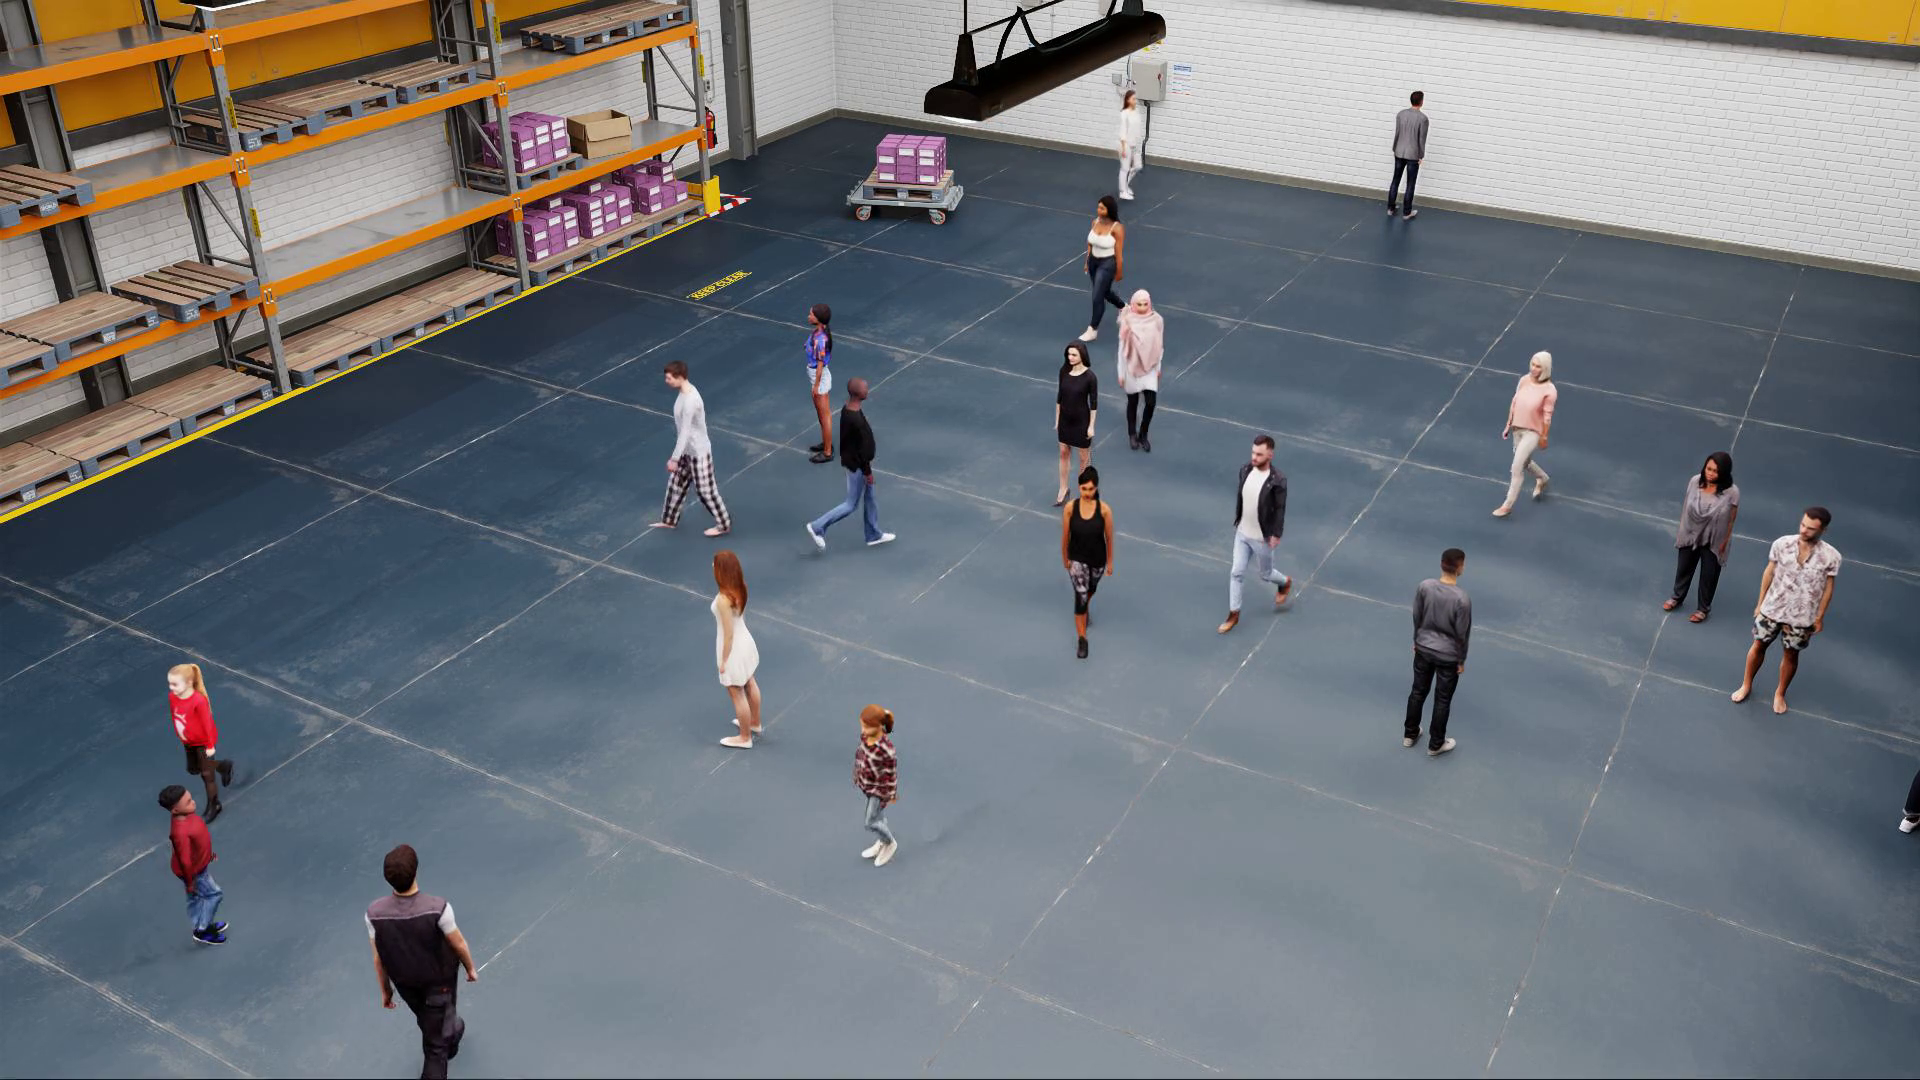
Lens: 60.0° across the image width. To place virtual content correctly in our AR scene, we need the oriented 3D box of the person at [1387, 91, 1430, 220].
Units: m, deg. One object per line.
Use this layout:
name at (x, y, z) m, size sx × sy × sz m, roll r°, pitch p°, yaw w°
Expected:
person at (6.671, -5.749, 24.774) m, size 0.714 × 1.870 × 0.651 m, roll 22°, pitch 35°, yaw 34°

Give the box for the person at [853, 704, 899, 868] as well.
person at (-0.534, 1.691, 11.733) m, size 0.629 × 1.296 × 0.609 m, roll -18°, pitch 33°, yaw -30°

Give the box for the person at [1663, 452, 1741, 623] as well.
person at (6.563, -0.057, 14.616) m, size 0.748 × 1.605 × 0.710 m, roll -25°, pitch 37°, yaw -38°

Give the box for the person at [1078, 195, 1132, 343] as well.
person at (1.840, -3.374, 20.520) m, size 1.266 × 1.774 × 0.957 m, roll -20°, pitch 34°, yaw -32°

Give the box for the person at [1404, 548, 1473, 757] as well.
person at (3.678, 0.853, 12.779) m, size 0.658 × 1.766 × 0.606 m, roll 23°, pitch 36°, yaw 36°

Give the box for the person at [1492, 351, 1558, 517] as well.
person at (5.658, -1.079, 16.394) m, size 1.151 × 1.697 × 0.961 m, roll -14°, pitch 32°, yaw -24°

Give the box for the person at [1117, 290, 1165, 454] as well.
person at (1.882, -1.823, 17.661) m, size 0.802 × 1.789 × 0.850 m, roll -3°, pitch 29°, yaw -6°

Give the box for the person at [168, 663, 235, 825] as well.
person at (-5.556, 1.439, 12.221) m, size 0.585 × 1.272 × 0.790 m, roll 10°, pitch 30°, yaw 17°

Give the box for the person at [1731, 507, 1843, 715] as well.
person at (6.659, 0.523, 13.333) m, size 0.683 × 1.816 × 0.590 m, roll 19°, pitch 34°, yaw 31°

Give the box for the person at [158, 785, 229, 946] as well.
person at (-5.124, 2.148, 10.949) m, size 0.622 × 1.245 × 0.583 m, roll -14°, pitch 31°, yaw -23°

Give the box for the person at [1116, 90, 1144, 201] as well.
person at (2.541, -6.089, 25.598) m, size 0.724 × 1.679 × 0.598 m, roll 23°, pitch 36°, yaw 35°

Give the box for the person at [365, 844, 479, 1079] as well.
person at (-3.084, 2.601, 9.536) m, size 1.071 × 1.803 × 1.298 m, roll -1°, pitch 29°, yaw -1°

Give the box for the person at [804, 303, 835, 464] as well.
person at (-1.455, -1.662, 17.415) m, size 0.729 × 1.742 × 0.629 m, roll -2°, pitch 29°, yaw -3°

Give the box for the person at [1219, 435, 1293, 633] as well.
person at (2.634, -0.084, 14.454) m, size 1.167 × 1.808 × 0.854 m, roll -25°, pitch 38°, yaw -38°

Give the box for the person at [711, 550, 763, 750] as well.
person at (-1.735, 0.835, 12.873) m, size 0.669 × 1.709 × 0.531 m, roll 8°, pitch 30°, yaw 14°

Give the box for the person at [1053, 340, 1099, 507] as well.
person at (1.145, -1.125, 16.363) m, size 0.613 × 1.806 × 0.536 m, roll 20°, pitch 35°, yaw 33°

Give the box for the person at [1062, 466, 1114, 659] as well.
person at (1.098, 0.116, 14.275) m, size 0.946 × 1.629 × 1.150 m, roll 0°, pitch 29°, yaw 0°

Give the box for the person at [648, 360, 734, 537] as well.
person at (-2.430, -0.844, 15.846) m, size 1.114 × 1.808 × 1.019 m, roll -9°, pitch 30°, yaw -16°

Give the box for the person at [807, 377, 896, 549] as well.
person at (-1.053, -0.669, 15.620) m, size 1.123 × 1.718 × 1.071 m, roll -7°, pitch 29°, yaw -13°
